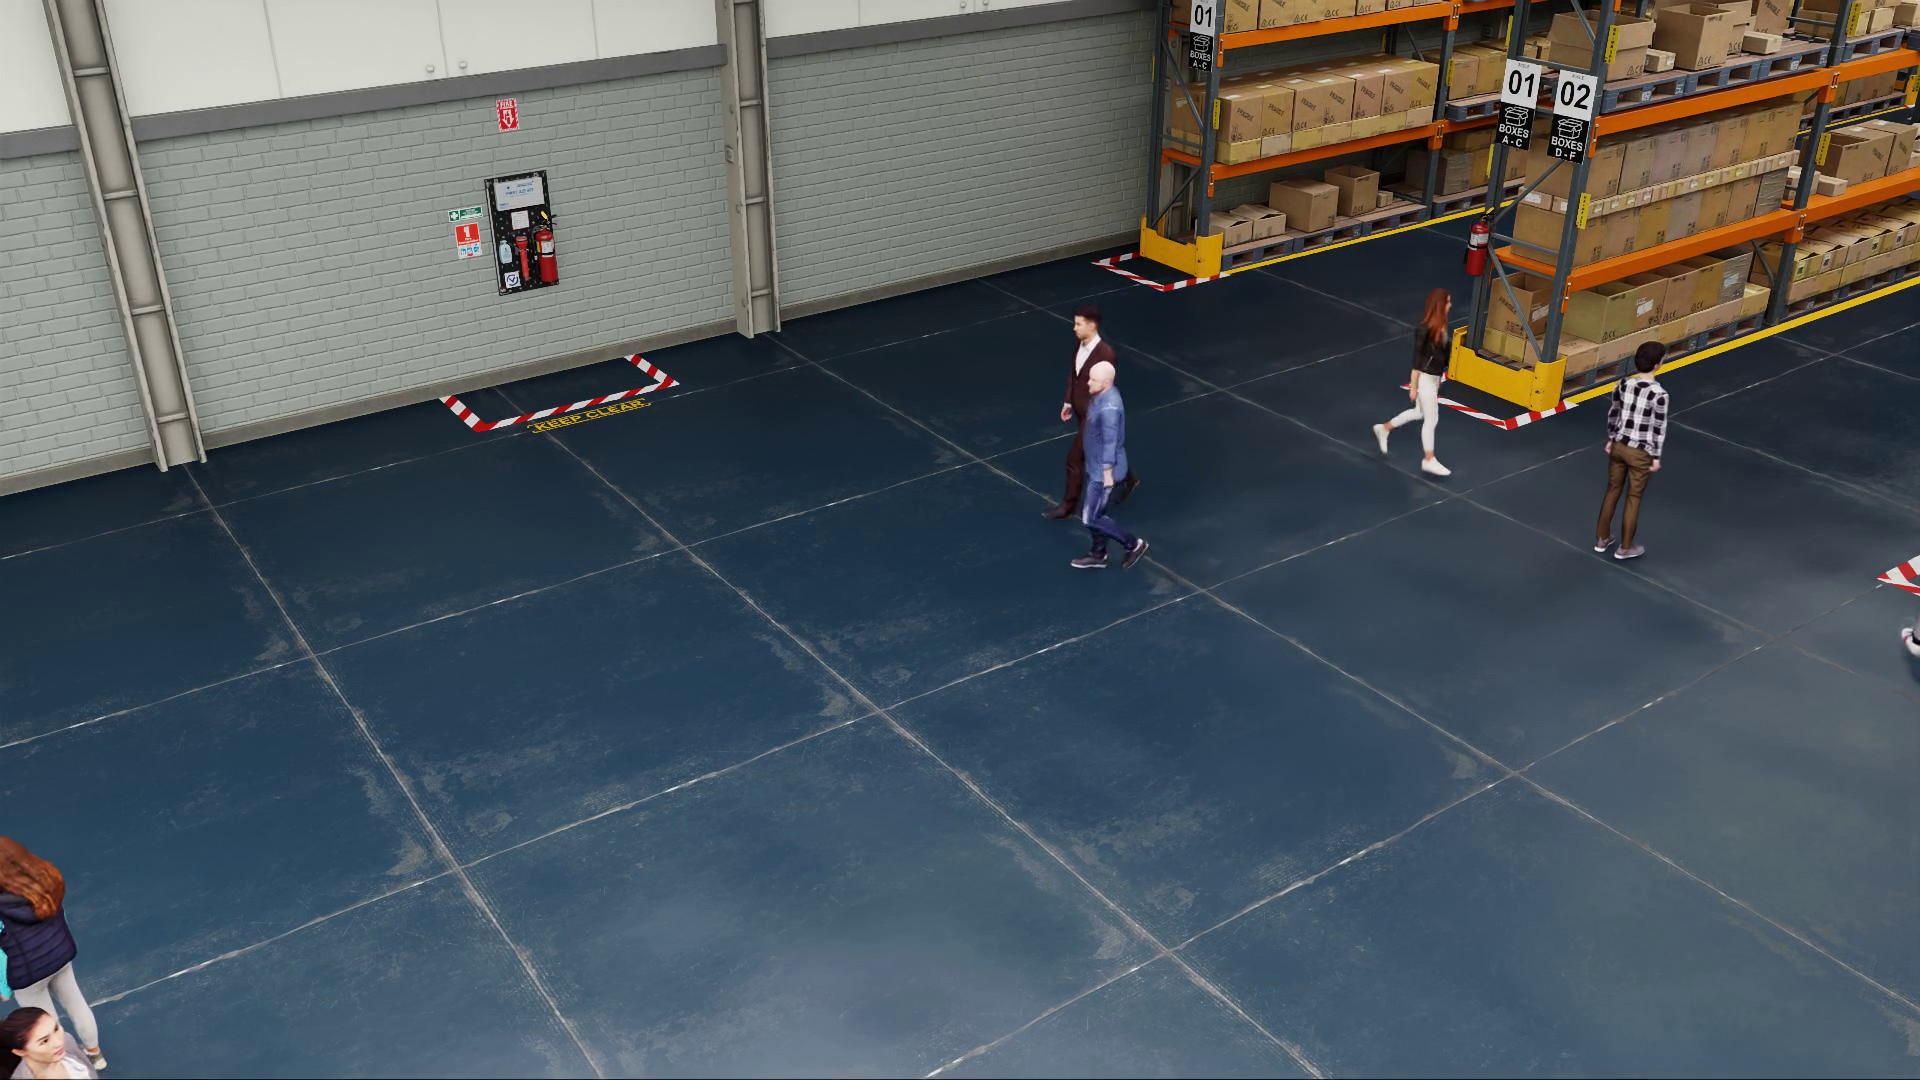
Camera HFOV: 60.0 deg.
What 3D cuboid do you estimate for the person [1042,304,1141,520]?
[{"bbox_3d":[1.177,-1.075,13.894,1.274,1.821,0.869,-11,29,-21],"label":"person"}]

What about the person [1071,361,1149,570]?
[{"bbox_3d":[1.183,-0.535,12.866,1.025,1.803,0.960,3,27,6],"label":"person"}]

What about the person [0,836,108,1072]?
[{"bbox_3d":[-4.511,2.067,8.143,0.746,1.500,0.669,10,29,18],"label":"person"}]

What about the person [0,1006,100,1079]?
[{"bbox_3d":[-3.702,2.595,6.924,0.767,1.677,0.723,2,27,4],"label":"person"}]

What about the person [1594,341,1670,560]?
[{"bbox_3d":[5.350,-0.719,13.218,0.529,1.808,0.631,-19,33,-33],"label":"person"}]

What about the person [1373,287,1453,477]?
[{"bbox_3d":[4.060,-1.433,14.746,0.861,1.678,1.055,20,33,33],"label":"person"}]
